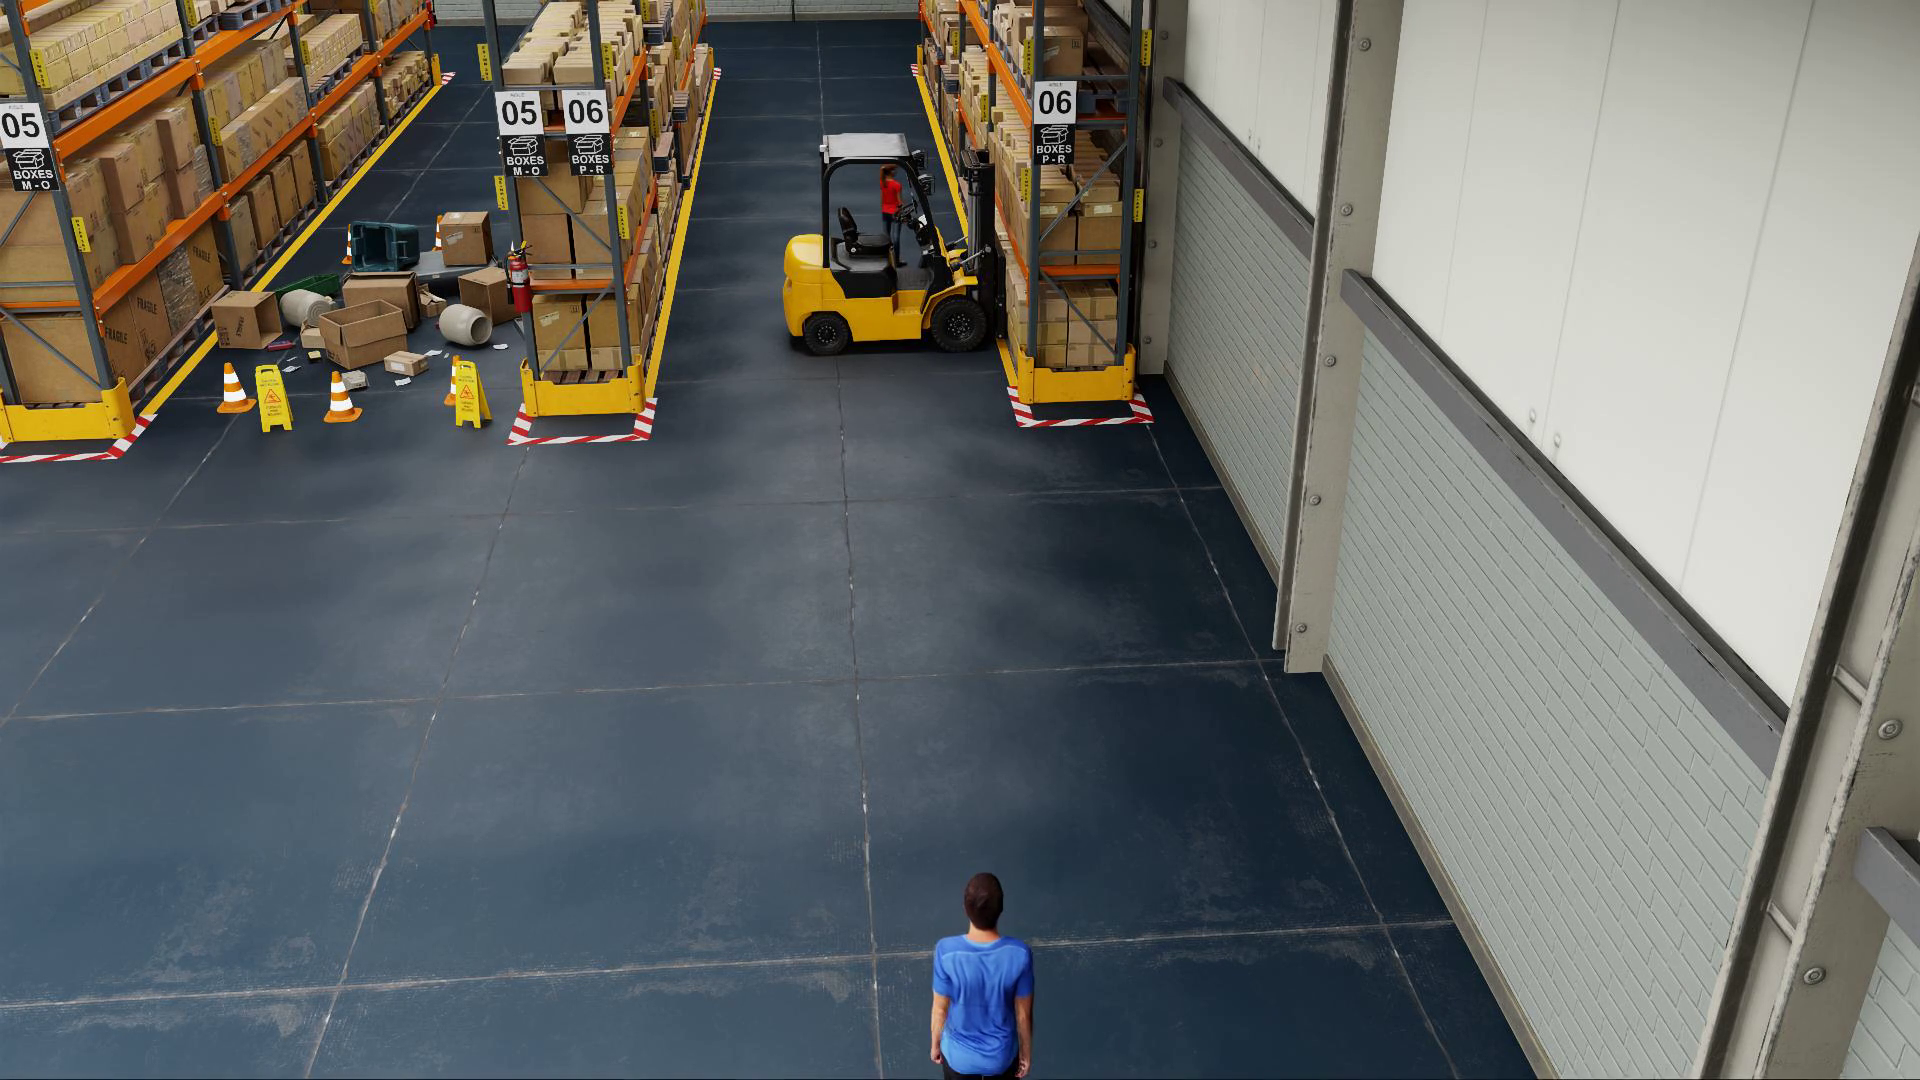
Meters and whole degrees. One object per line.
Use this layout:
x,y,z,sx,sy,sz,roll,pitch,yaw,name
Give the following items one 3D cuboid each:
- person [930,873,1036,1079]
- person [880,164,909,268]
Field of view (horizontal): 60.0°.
0.094,2.386,7.530,0.611,1.853,0.715,-3,27,-5,person
-0.852,-4.053,20.628,0.557,1.310,0.610,18,32,31,person
